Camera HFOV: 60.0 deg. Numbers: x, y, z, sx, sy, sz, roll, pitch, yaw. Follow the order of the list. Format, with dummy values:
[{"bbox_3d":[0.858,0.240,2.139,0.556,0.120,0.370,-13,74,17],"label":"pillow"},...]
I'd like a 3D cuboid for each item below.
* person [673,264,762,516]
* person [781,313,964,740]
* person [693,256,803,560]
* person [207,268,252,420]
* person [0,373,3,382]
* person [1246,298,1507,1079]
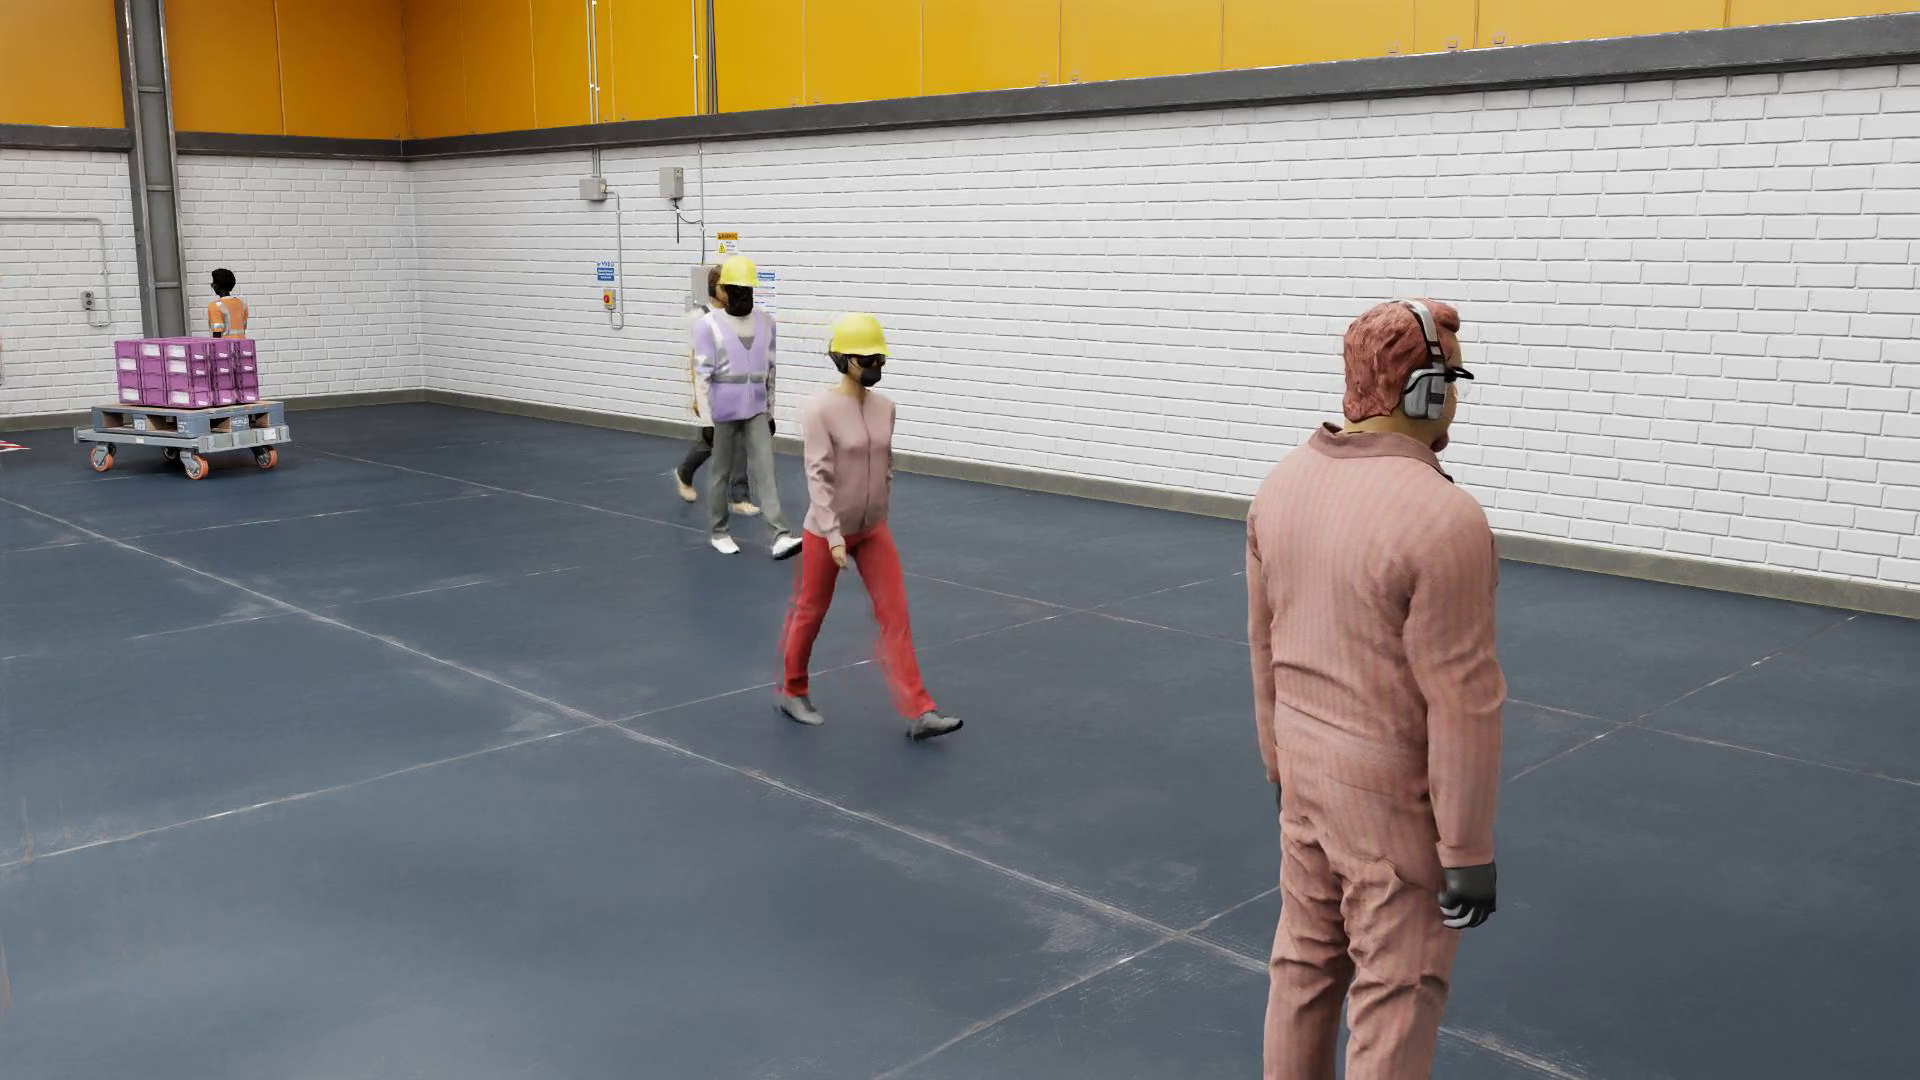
[{"bbox_3d":[-1.785,-1.095,12.130,0.771,1.822,0.513,9,14,41],"label":"person"},{"bbox_3d":[-0.408,-0.044,6.679,0.943,1.715,0.528,10,14,43],"label":"person"},{"bbox_3d":[-1.329,-0.799,10.313,0.614,1.878,0.979,-7,13,-34],"label":"person"},{"bbox_3d":[-7.266,-1.844,16.538,0.318,1.697,0.535,2,11,9],"label":"person"},{"bbox_3d":[-8.391,-1.424,13.896,0.528,1.822,0.933,0,10,0],"label":"person"},{"bbox_3d":[0.825,0.491,3.236,0.409,1.905,0.651,-4,11,-23],"label":"person"}]
